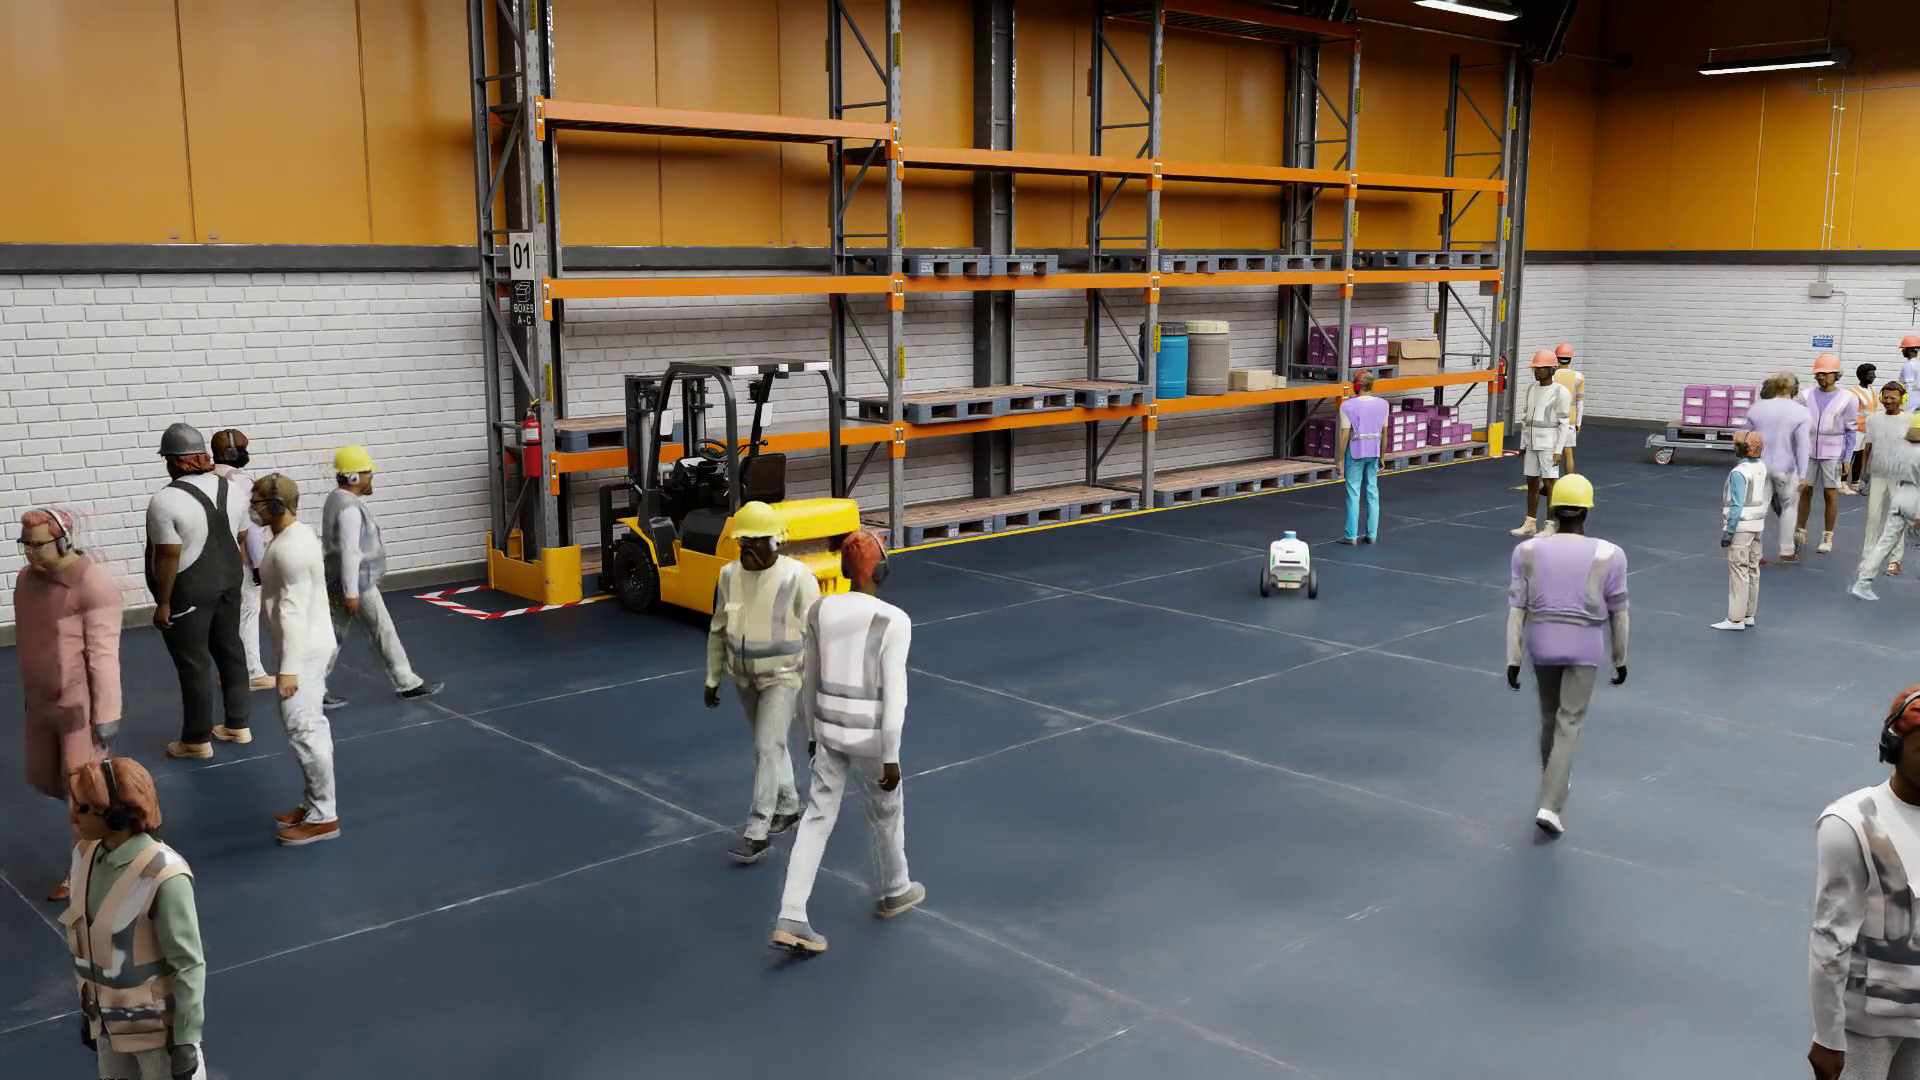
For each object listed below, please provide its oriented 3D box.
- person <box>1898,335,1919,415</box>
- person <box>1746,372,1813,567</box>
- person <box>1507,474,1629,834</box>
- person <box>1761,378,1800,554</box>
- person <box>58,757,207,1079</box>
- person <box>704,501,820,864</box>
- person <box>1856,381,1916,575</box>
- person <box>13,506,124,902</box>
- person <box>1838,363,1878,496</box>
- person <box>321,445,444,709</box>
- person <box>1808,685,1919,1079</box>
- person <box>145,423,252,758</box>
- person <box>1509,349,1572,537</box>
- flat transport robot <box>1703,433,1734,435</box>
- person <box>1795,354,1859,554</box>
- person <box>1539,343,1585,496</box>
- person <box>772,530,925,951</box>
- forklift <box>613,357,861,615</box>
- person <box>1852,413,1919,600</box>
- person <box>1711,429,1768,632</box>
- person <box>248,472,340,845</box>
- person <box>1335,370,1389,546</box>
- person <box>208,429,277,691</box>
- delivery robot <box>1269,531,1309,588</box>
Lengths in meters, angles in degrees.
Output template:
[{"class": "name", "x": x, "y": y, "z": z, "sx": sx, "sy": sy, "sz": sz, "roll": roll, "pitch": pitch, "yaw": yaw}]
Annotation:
[{"class": "person", "x": 13.332, "y": -1.917, "z": 23.415, "sx": 0.552, "sy": 1.932, "sz": 0.377, "roll": -8, "pitch": 13, "yaw": -40}, {"class": "person", "x": 7.997, "y": -0.684, "z": 16.254, "sx": 0.794, "sy": 1.905, "sz": 0.658, "roll": -9, "pitch": 13, "yaw": -43}, {"class": "person", "x": 3.228, "y": 0.590, "z": 8.894, "sx": 0.600, "sy": 1.887, "sz": 0.978, "roll": 7, "pitch": 12, "yaw": 34}, {"class": "person", "x": 8.170, "y": -0.711, "z": 16.691, "sx": 0.513, "sy": 1.826, "sz": 0.783, "roll": 0, "pitch": 10, "yaw": -2}, {"class": "person", "x": -2.360, "y": 1.411, "z": 4.798, "sx": 0.517, "sy": 1.636, "sz": 0.313, "roll": 6, "pitch": 11, "yaw": 31}, {"class": "person", "x": -1.060, "y": 0.708, "z": 8.435, "sx": 0.613, "sy": 1.795, "sz": 0.844, "roll": 5, "pitch": 11, "yaw": 29}, {"class": "person", "x": 8.865, "y": -0.592, "z": 15.894, "sx": 0.498, "sy": 1.861, "sz": 0.326, "roll": 9, "pitch": 13, "yaw": 42}, {"class": "person", "x": -4.201, "y": 0.751, "z": 7.949, "sx": 0.679, "sy": 1.887, "sz": 0.539, "roll": 5, "pitch": 11, "yaw": 26}, {"class": "person", "x": 11.429, "y": -1.404, "z": 21.131, "sx": 0.530, "sy": 1.689, "sz": 0.321, "roll": -6, "pitch": 11, "yaw": -31}, {"class": "person", "x": -4.023, "y": 0.252, "z": 11.164, "sx": 0.919, "sy": 1.783, "sz": 0.612, "roll": -6, "pitch": 11, "yaw": -30}, {"class": "person", "x": 2.588, "y": 1.317, "z": 4.629, "sx": 0.583, "sy": 1.881, "sz": 0.337, "roll": -4, "pitch": 11, "yaw": -24}, {"class": "person", "x": -4.686, "y": 0.297, "z": 10.143, "sx": 0.535, "sy": 2.000, "sz": 0.684, "roll": 4, "pitch": 10, "yaw": 21}, {"class": "person", "x": 6.214, "y": -1.012, "z": 17.795, "sx": 0.379, "sy": 2.045, "sz": 0.605, "roll": -5, "pitch": 11, "yaw": -25}, {"class": "flat transport robot", "x": 12.265, "y": -1.510, "z": 25.894, "sx": 0.652, "sy": 0.197, "sz": 1.431, "roll": -2, "pitch": 10, "yaw": -11}, {"class": "person", "x": 8.824, "y": -0.882, "z": 17.034, "sx": 0.395, "sy": 2.044, "sz": 0.609, "roll": -9, "pitch": 13, "yaw": -42}, {"class": "person", "x": 7.593, "y": -1.516, "z": 21.054, "sx": 0.549, "sy": 1.937, "sz": 0.358, "roll": 1, "pitch": 10, "yaw": 5}, {"class": "person", "x": -0.506, "y": 0.881, "z": 7.364, "sx": 0.586, "sy": 1.836, "sz": 1.008, "roll": 6, "pitch": 11, "yaw": 30}, {"class": "forklift", "x": -1.847, "y": -0.414, "z": 13.852, "sx": 1.214, "sy": 2.155, "sz": 2.313, "roll": -9, "pitch": 13, "yaw": -42}, {"class": "person", "x": 8.316, "y": -0.287, "z": 14.564, "sx": 0.893, "sy": 1.703, "sz": 0.490, "roll": -1, "pitch": 10, "yaw": -8}, {"class": "person", "x": 6.350, "y": -0.077, "z": 13.498, "sx": 0.514, "sy": 1.642, "sz": 0.310, "roll": -9, "pitch": 13, "yaw": -42}, {"class": "person", "x": -3.453, "y": 0.610, "z": 8.675, "sx": 0.383, "sy": 1.920, "sz": 0.647, "roll": -4, "pitch": 10, "yaw": -21}, {"class": "person", "x": 4.221, "y": -0.854, "z": 17.451, "sx": 0.570, "sy": 1.842, "sz": 0.379, "roll": -3, "pitch": 10, "yaw": -18}, {"class": "person", "x": -5.065, "y": 0.139, "z": 11.650, "sx": 0.634, "sy": 1.841, "sz": 0.429, "roll": 6, "pitch": 12, "yaw": 33}, {"class": "delivery robot", "x": 2.967, "y": 0.166, "z": 14.974, "sx": 0.477, "sy": 0.478, "sz": 0.707, "roll": 2, "pitch": 10, "yaw": 10}]
